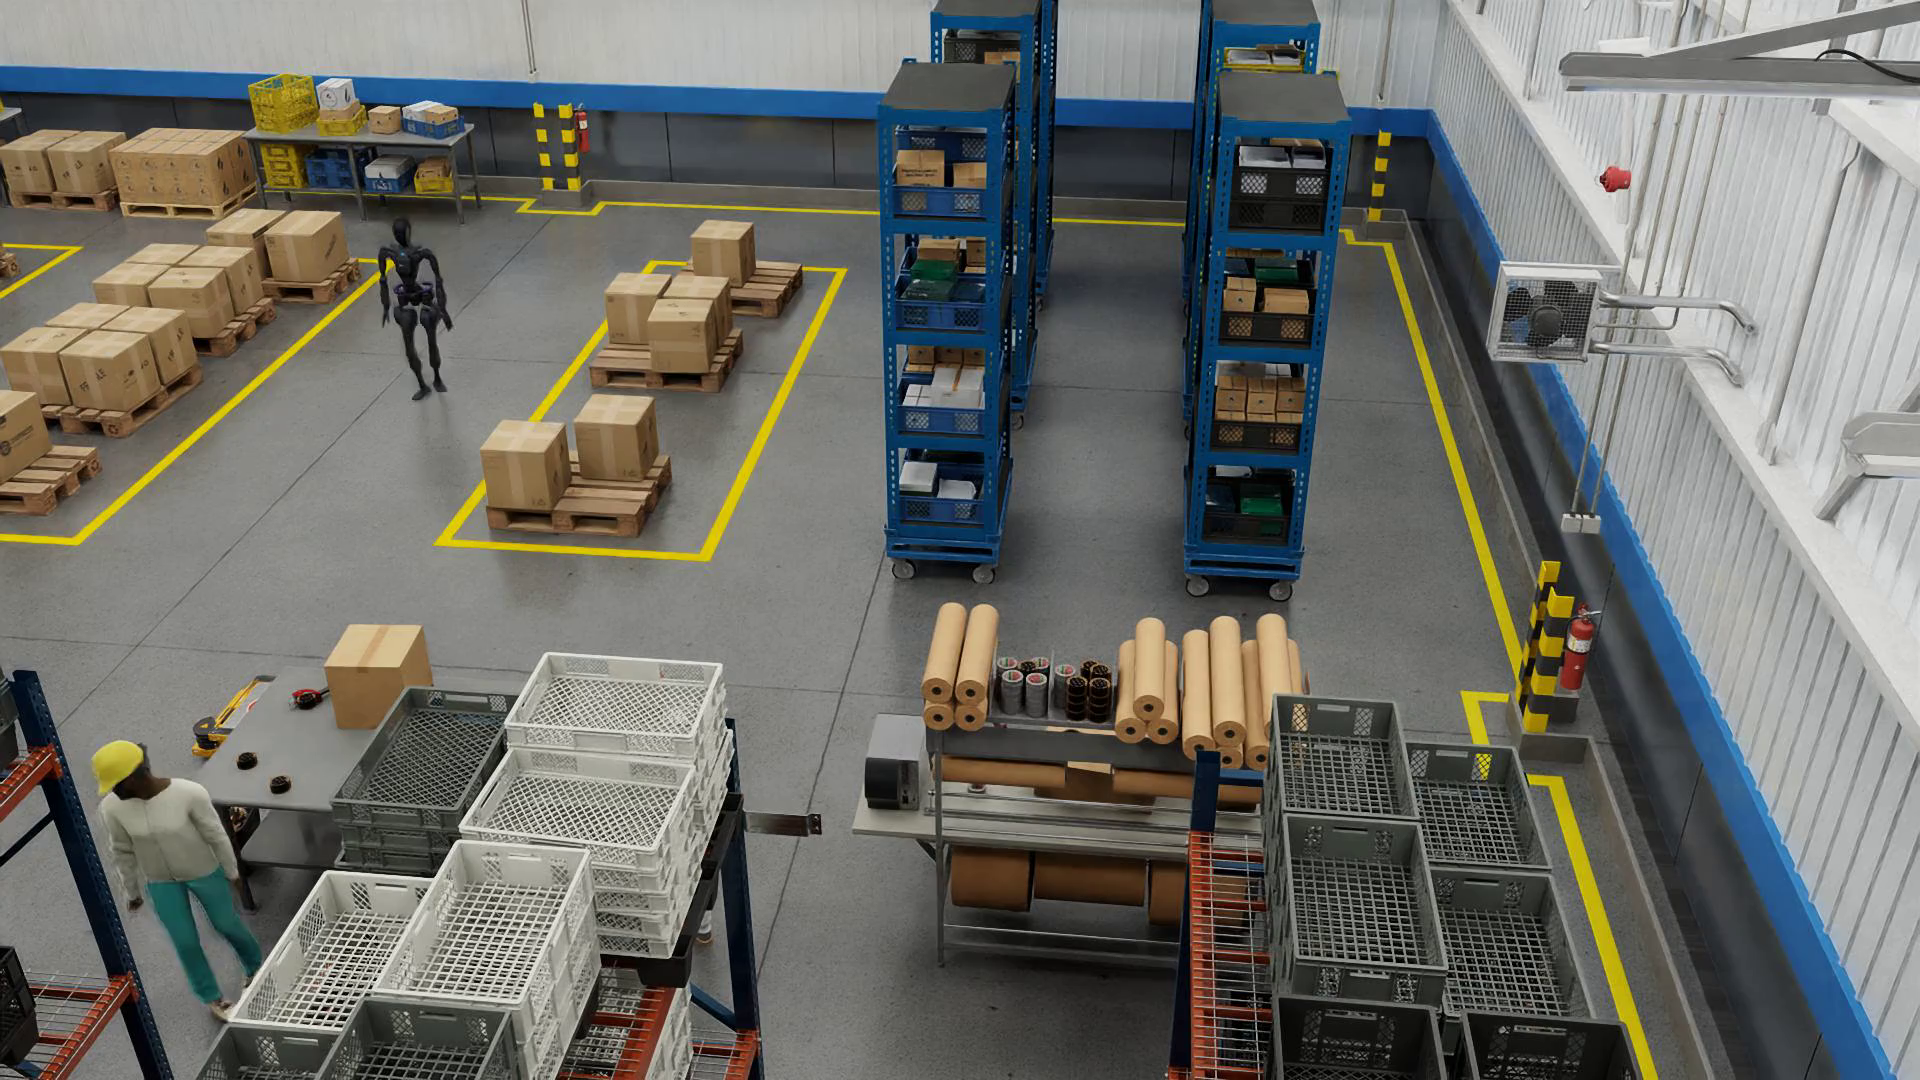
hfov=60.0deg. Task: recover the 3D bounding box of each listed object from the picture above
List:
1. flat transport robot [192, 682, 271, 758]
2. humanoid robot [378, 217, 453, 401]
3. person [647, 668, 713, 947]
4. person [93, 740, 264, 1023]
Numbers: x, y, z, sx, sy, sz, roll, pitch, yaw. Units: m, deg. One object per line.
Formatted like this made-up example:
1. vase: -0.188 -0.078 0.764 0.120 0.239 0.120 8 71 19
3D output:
1. flat transport robot: -4.089 1.163 10.648 1.431 0.197 0.652 3 30 6
2. humanoid robot: -4.854 -2.067 14.831 0.653 1.650 0.421 -1 30 -1
3. person: -1.543 1.427 8.620 0.356 1.882 0.574 24 38 35
4. person: -3.893 1.704 8.302 0.565 1.723 0.445 -7 31 -12
